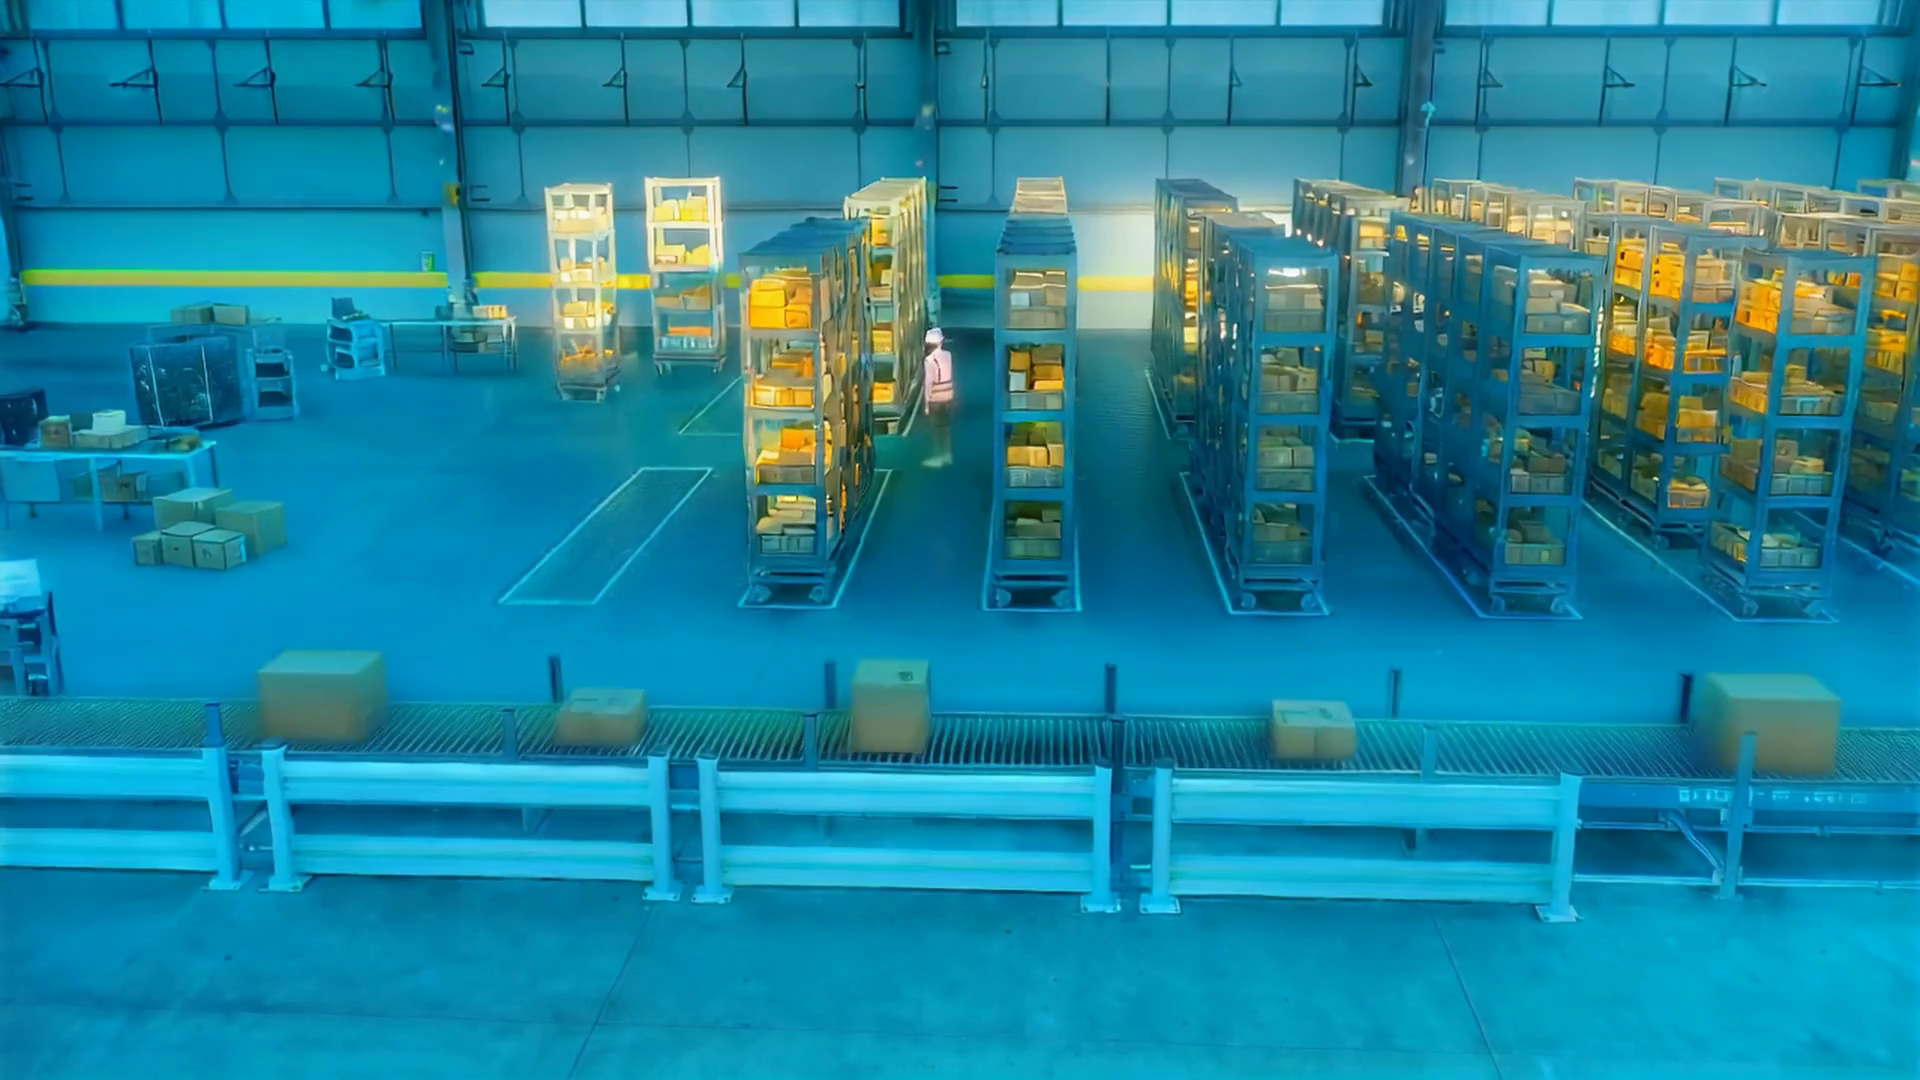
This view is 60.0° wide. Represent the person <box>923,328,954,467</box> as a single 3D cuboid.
[{"bbox_3d":[-0.318,-1.996,23.261,0.405,1.943,0.615,10,18,32],"label":"person"}]

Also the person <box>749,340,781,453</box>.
[{"bbox_3d":[-2.832,-2.096,23.889,0.724,1.805,0.608,-2,15,-7],"label":"person"}]
